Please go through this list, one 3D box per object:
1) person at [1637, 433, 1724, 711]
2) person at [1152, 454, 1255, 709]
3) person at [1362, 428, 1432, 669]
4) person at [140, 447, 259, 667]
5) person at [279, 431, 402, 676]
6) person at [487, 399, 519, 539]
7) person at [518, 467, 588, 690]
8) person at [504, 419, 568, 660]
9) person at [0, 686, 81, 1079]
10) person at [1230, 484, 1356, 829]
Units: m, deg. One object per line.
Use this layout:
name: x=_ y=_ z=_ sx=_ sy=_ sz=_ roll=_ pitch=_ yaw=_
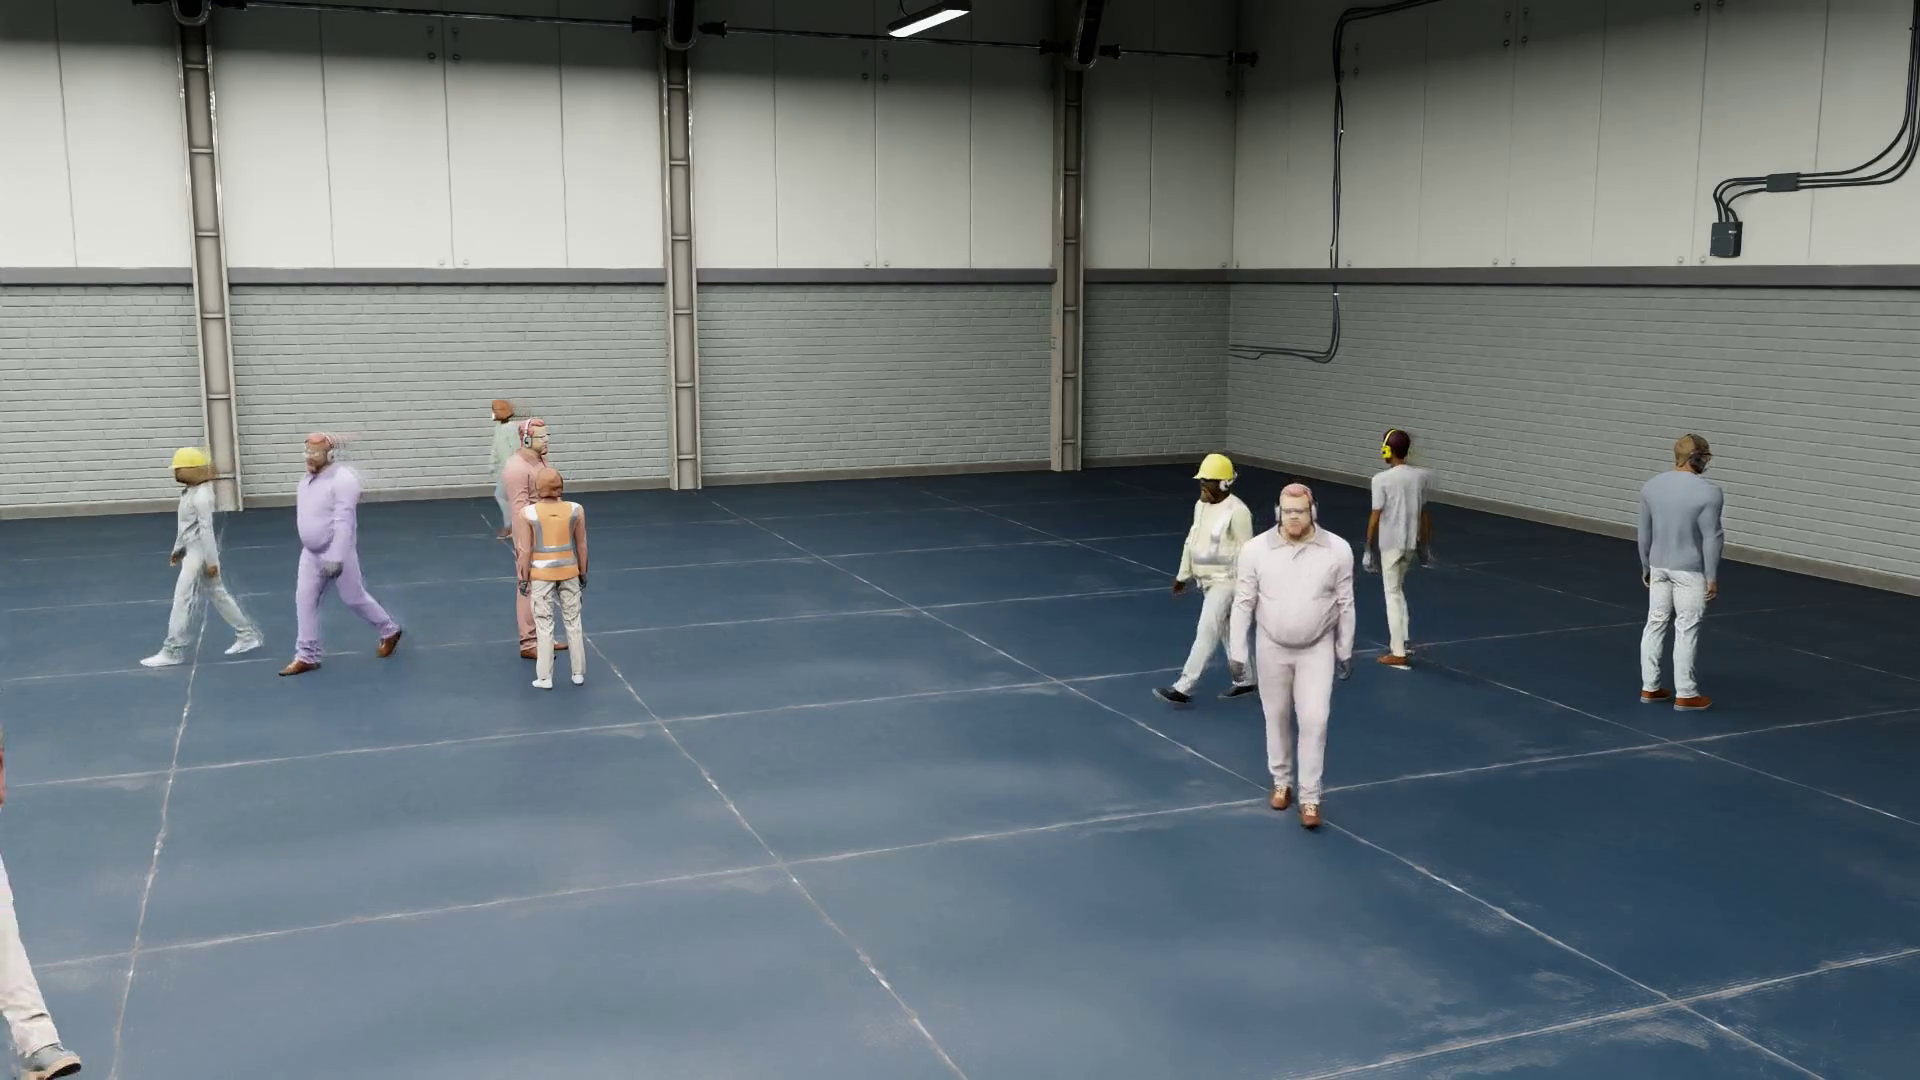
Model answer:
person: x=5.037 y=0.221 z=11.656 sx=0.371 sy=1.936 sz=0.629 roll=-5 pitch=10 yaw=-29
person: x=1.741 y=0.286 z=11.709 sx=0.920 sy=1.785 sz=0.598 roll=-3 pitch=9 yaw=-17
person: x=3.361 y=0.064 z=12.871 sx=0.526 sy=1.856 sz=0.468 roll=-4 pitch=10 yaw=-24
person: x=-5.999 y=0.112 z=13.082 sx=0.867 sy=1.701 sz=0.492 roll=-5 pitch=10 yaw=-28
person: x=-4.818 y=0.070 z=12.859 sx=0.633 sy=1.864 sz=0.967 roll=5 pitch=11 yaw=30
person: x=-5.250 y=-0.808 z=19.137 sx=0.552 sy=1.613 sz=0.508 roll=-5 pitch=11 yaw=-30
person: x=-2.980 y=0.283 z=12.202 sx=0.523 sy=1.636 sz=0.310 roll=-5 pitch=11 yaw=-31
person: x=-3.353 y=-0.012 z=13.215 sx=0.407 sy=1.908 sz=0.641 roll=0 pitch=9 yaw=3
person: x=-3.756 y=1.097 z=6.138 sx=1.037 sy=1.932 sz=0.631 roll=6 pitch=11 yaw=32
person: x=1.832 y=0.636 z=9.211 sx=0.683 sy=1.874 sz=0.833 roll=2 pitch=9 yaw=14
